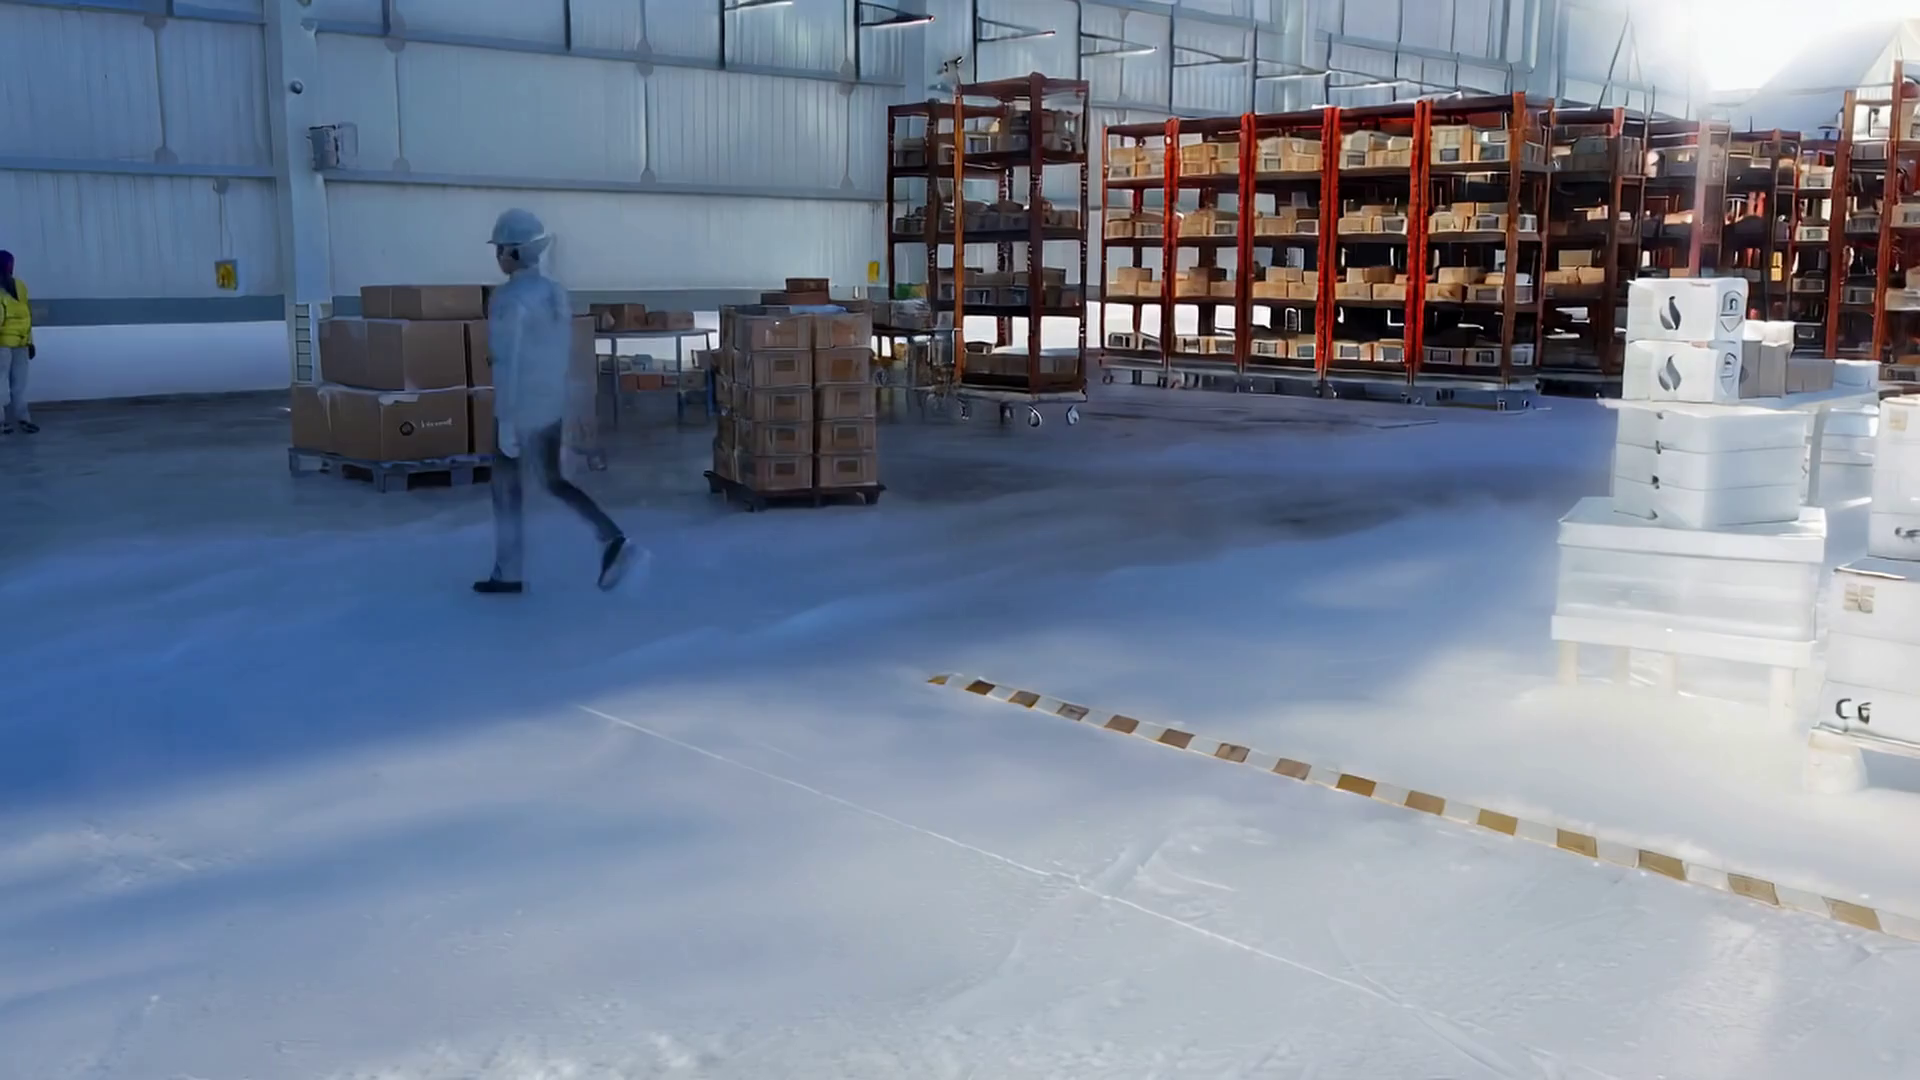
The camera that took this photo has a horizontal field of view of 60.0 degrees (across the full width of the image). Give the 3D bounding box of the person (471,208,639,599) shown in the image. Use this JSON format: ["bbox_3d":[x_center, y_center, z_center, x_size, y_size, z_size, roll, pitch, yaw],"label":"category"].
[{"bbox_3d":[-2.076,-0.660,8.318,0.821,1.971,0.625,3,10,18],"label":"person"}]

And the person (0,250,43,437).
[{"bbox_3d":[-9.390,-1.930,16.387,0.431,1.834,0.633,3,10,16],"label":"person"}]
